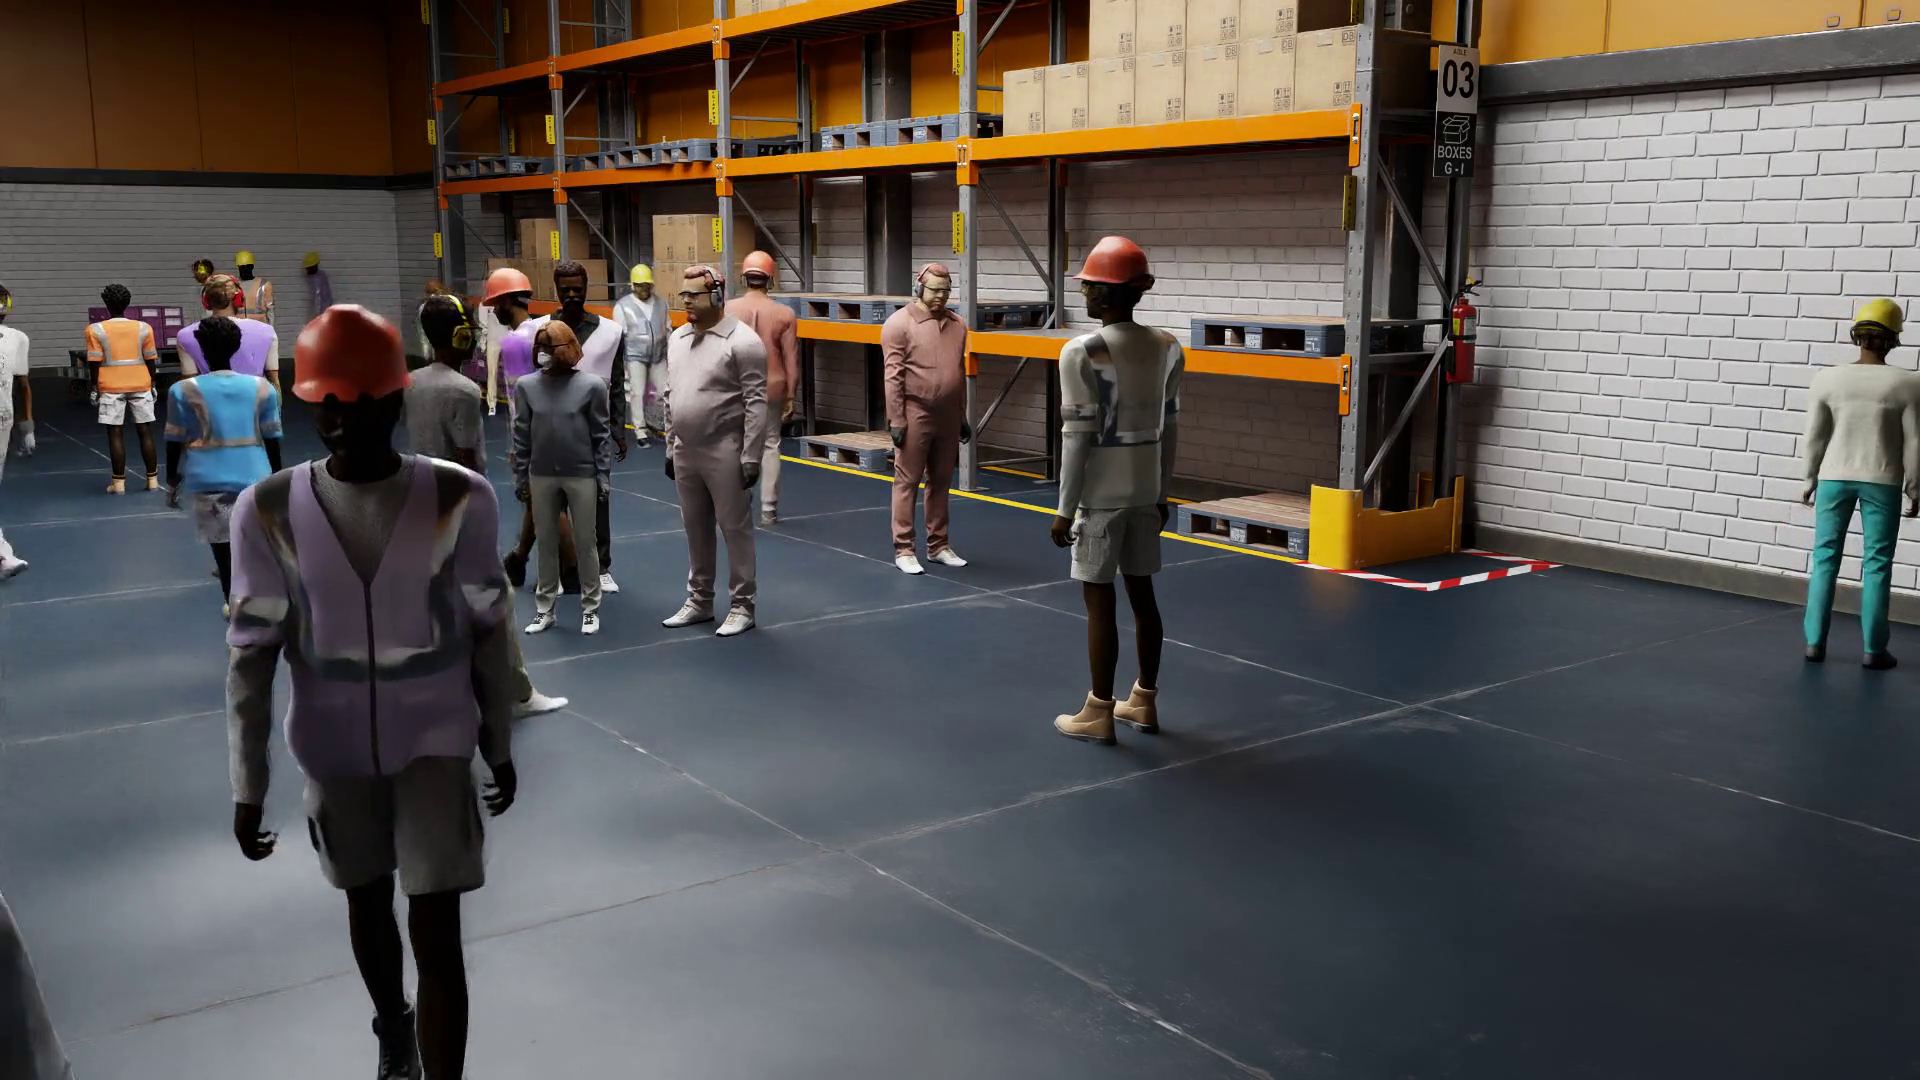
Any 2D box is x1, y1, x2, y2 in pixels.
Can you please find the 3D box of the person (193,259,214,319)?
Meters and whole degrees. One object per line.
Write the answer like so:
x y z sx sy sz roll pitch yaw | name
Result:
-8.855 -2.384 19.723 0.548 1.845 0.357 8 13 39 | person

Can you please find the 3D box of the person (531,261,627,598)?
-2.212 -0.635 9.591 0.592 1.919 0.392 -4 11 -20 | person

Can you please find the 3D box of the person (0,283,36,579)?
-5.862 -0.663 10.052 0.950 1.807 0.584 7 12 35 | person

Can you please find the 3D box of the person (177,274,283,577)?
-4.380 -0.676 10.040 0.564 1.839 0.396 -6 12 -31 | person

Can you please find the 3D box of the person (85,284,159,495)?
-6.766 -1.215 13.460 0.541 1.695 0.315 -9 14 -43 | person

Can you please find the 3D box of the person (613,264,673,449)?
-3.118 -1.816 16.471 0.650 1.818 0.423 -6 12 -32 | person

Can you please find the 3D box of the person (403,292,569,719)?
-2.114 -0.097 6.845 0.551 1.854 0.835 8 13 38 | person

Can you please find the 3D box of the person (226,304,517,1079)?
-1.245 0.460 3.528 0.574 1.887 0.959 -2 10 -12 | person

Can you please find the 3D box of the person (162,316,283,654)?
-3.710 -0.280 8.324 0.812 1.663 0.539 10 14 43 | person

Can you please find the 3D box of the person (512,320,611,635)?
-2.057 -0.317 8.603 0.508 1.632 0.272 1 10 4 | person

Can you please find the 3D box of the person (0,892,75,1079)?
-1.046 0.784 1.604 0.654 1.938 0.393 9 14 42 | person

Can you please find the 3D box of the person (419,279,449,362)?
-6.042 -2.246 19.500 0.513 1.610 0.416 -1 10 -5 | person

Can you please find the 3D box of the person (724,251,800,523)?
-1.449 -1.065 11.845 0.626 1.971 0.677 -1 10 -6 | person

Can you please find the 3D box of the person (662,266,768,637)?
-1.302 -0.455 8.616 0.651 1.906 0.403 7 12 34 | person

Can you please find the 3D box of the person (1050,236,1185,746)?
0.620 -0.192 6.745 0.607 2.048 0.367 -8 13 -37 | person

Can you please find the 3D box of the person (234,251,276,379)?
-8.854 -2.635 20.764 0.594 1.926 0.366 0 10 -1 | person

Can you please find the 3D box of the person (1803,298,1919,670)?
4.321 -0.268 7.963 0.532 1.767 0.326 9 13 40 | person

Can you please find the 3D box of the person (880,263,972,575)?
-0.177 -0.748 10.280 0.638 1.901 0.402 -9 13 -40 | person

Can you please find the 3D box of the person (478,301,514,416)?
-5.408 -2.282 19.610 0.498 1.633 0.285 -5 11 -25 | person

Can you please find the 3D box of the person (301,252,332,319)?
-10.202 -3.668 26.705 0.596 1.876 0.673 -3 10 -15 | person

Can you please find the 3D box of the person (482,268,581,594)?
-2.501 -0.616 9.581 0.678 1.885 0.573 0 10 1 | person
